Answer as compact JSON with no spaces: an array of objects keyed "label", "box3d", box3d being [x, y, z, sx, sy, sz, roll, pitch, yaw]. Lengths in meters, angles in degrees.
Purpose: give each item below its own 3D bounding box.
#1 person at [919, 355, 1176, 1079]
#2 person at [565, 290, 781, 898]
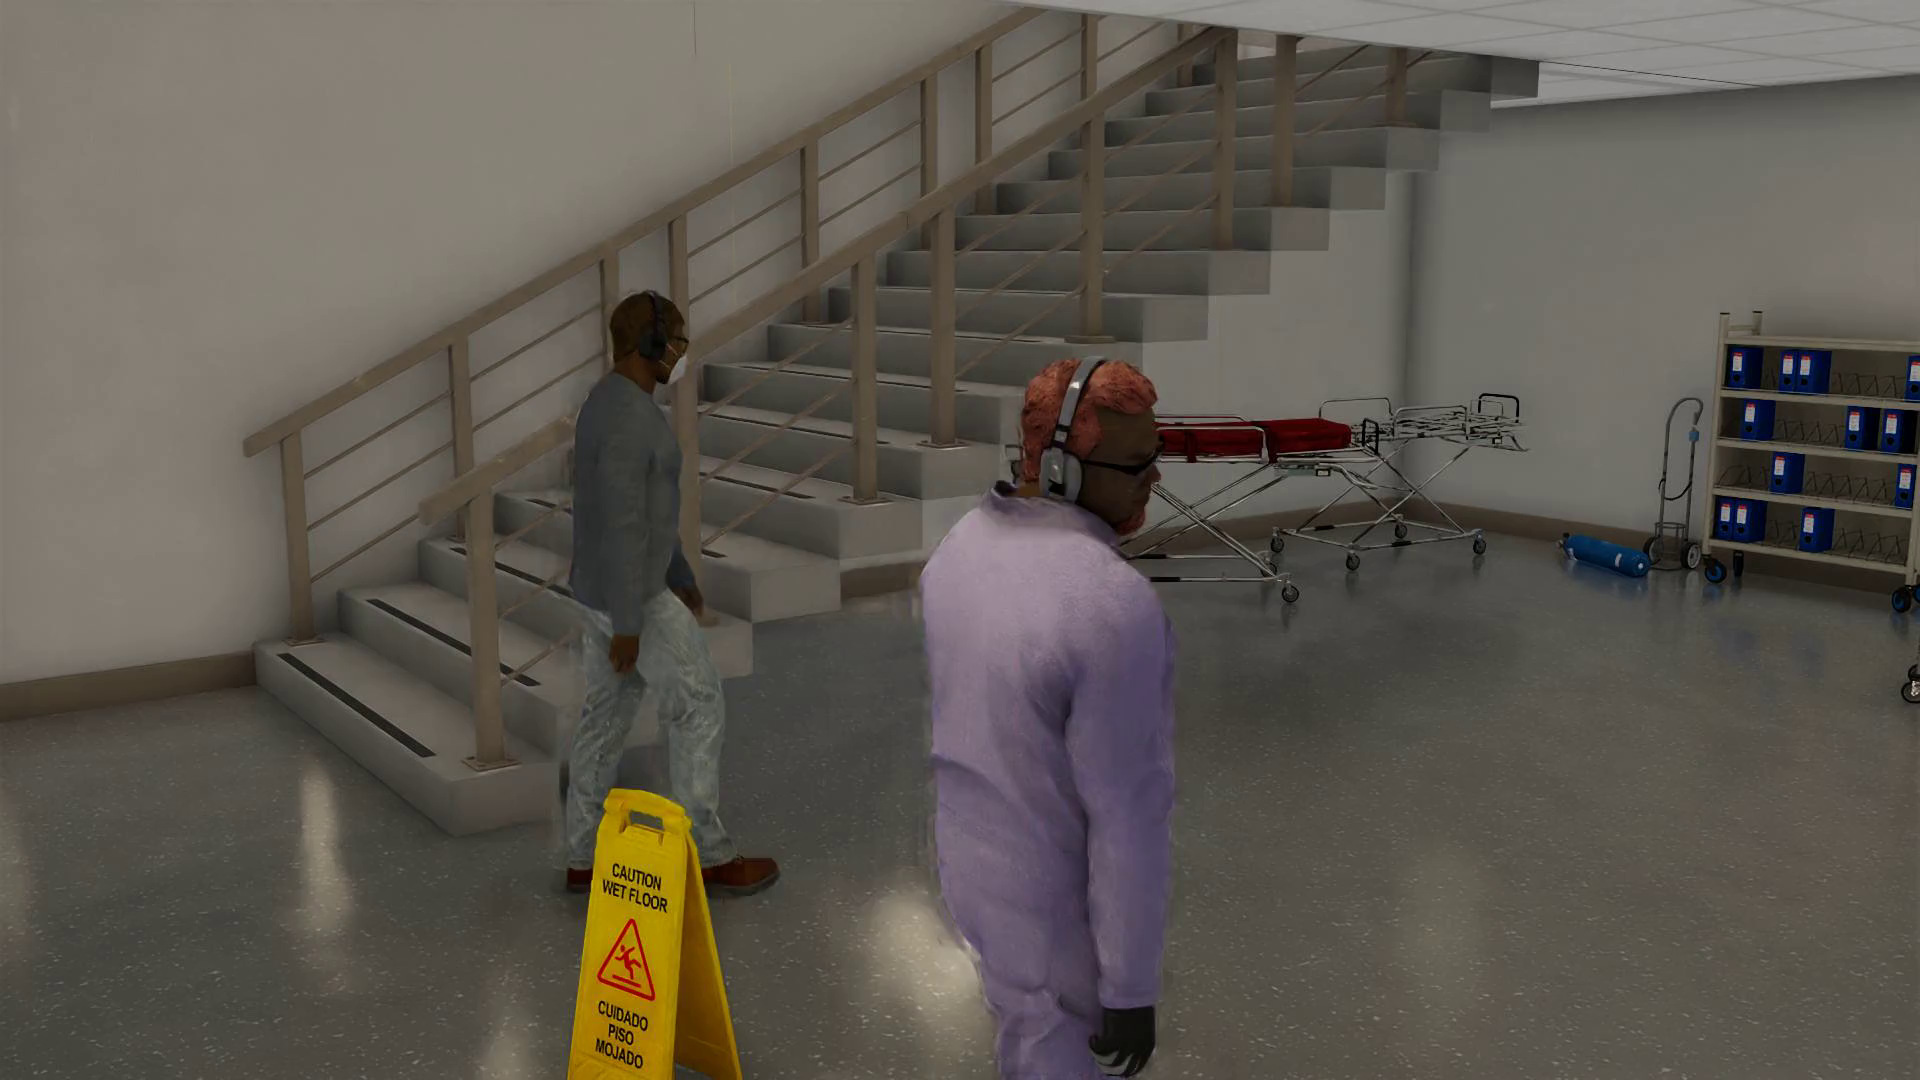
[{"label":"person","box3d":[0.114,0.618,2.829,0.878,1.866,0.681,-5,11,-27]},{"label":"person","box3d":[-0.899,0.185,5.199,0.803,1.902,0.621,-3,10,-18]}]
